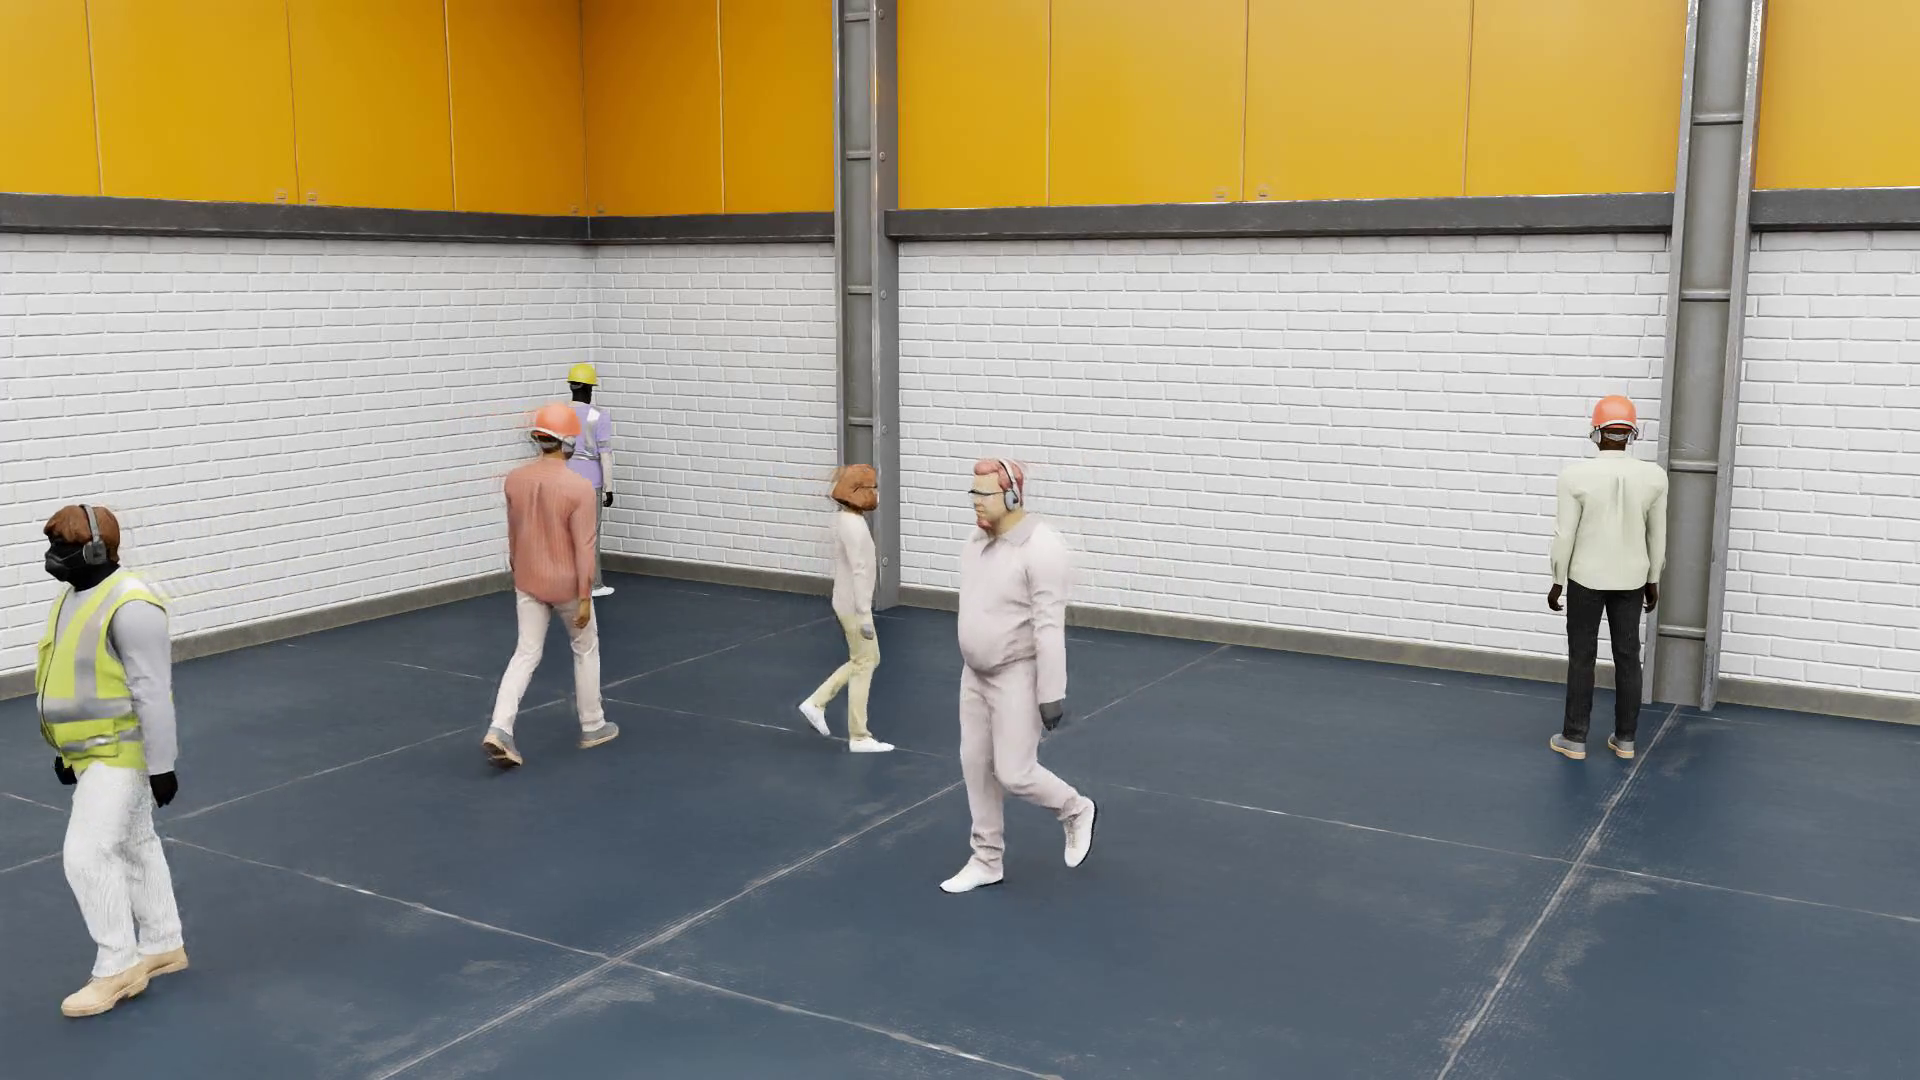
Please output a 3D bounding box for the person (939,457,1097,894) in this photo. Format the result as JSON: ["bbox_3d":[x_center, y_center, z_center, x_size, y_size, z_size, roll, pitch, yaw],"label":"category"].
[{"bbox_3d":[0.245,0.574,7.110,0.632,1.883,0.657,-6,11,-34],"label":"person"}]

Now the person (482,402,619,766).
[{"bbox_3d":[-2.248,0.235,9.013,0.605,1.963,0.944,3,10,20],"label":"person"}]

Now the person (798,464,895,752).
[{"bbox_3d":[-0.617,0.385,9.145,0.433,1.620,0.505,-1,9,-7],"label":"person"}]

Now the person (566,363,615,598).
[{"bbox_3d":[-3.095,-0.483,13.624,0.585,1.919,0.388,2,9,15],"label":"person"}]

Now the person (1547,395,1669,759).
[{"bbox_3d":[3.518,0.208,9.068,0.621,1.994,0.381,0,9,-1],"label":"person"}]

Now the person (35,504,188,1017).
[{"bbox_3d":[-3.134,0.781,6.008,0.651,1.825,0.658,8,12,42],"label":"person"}]
